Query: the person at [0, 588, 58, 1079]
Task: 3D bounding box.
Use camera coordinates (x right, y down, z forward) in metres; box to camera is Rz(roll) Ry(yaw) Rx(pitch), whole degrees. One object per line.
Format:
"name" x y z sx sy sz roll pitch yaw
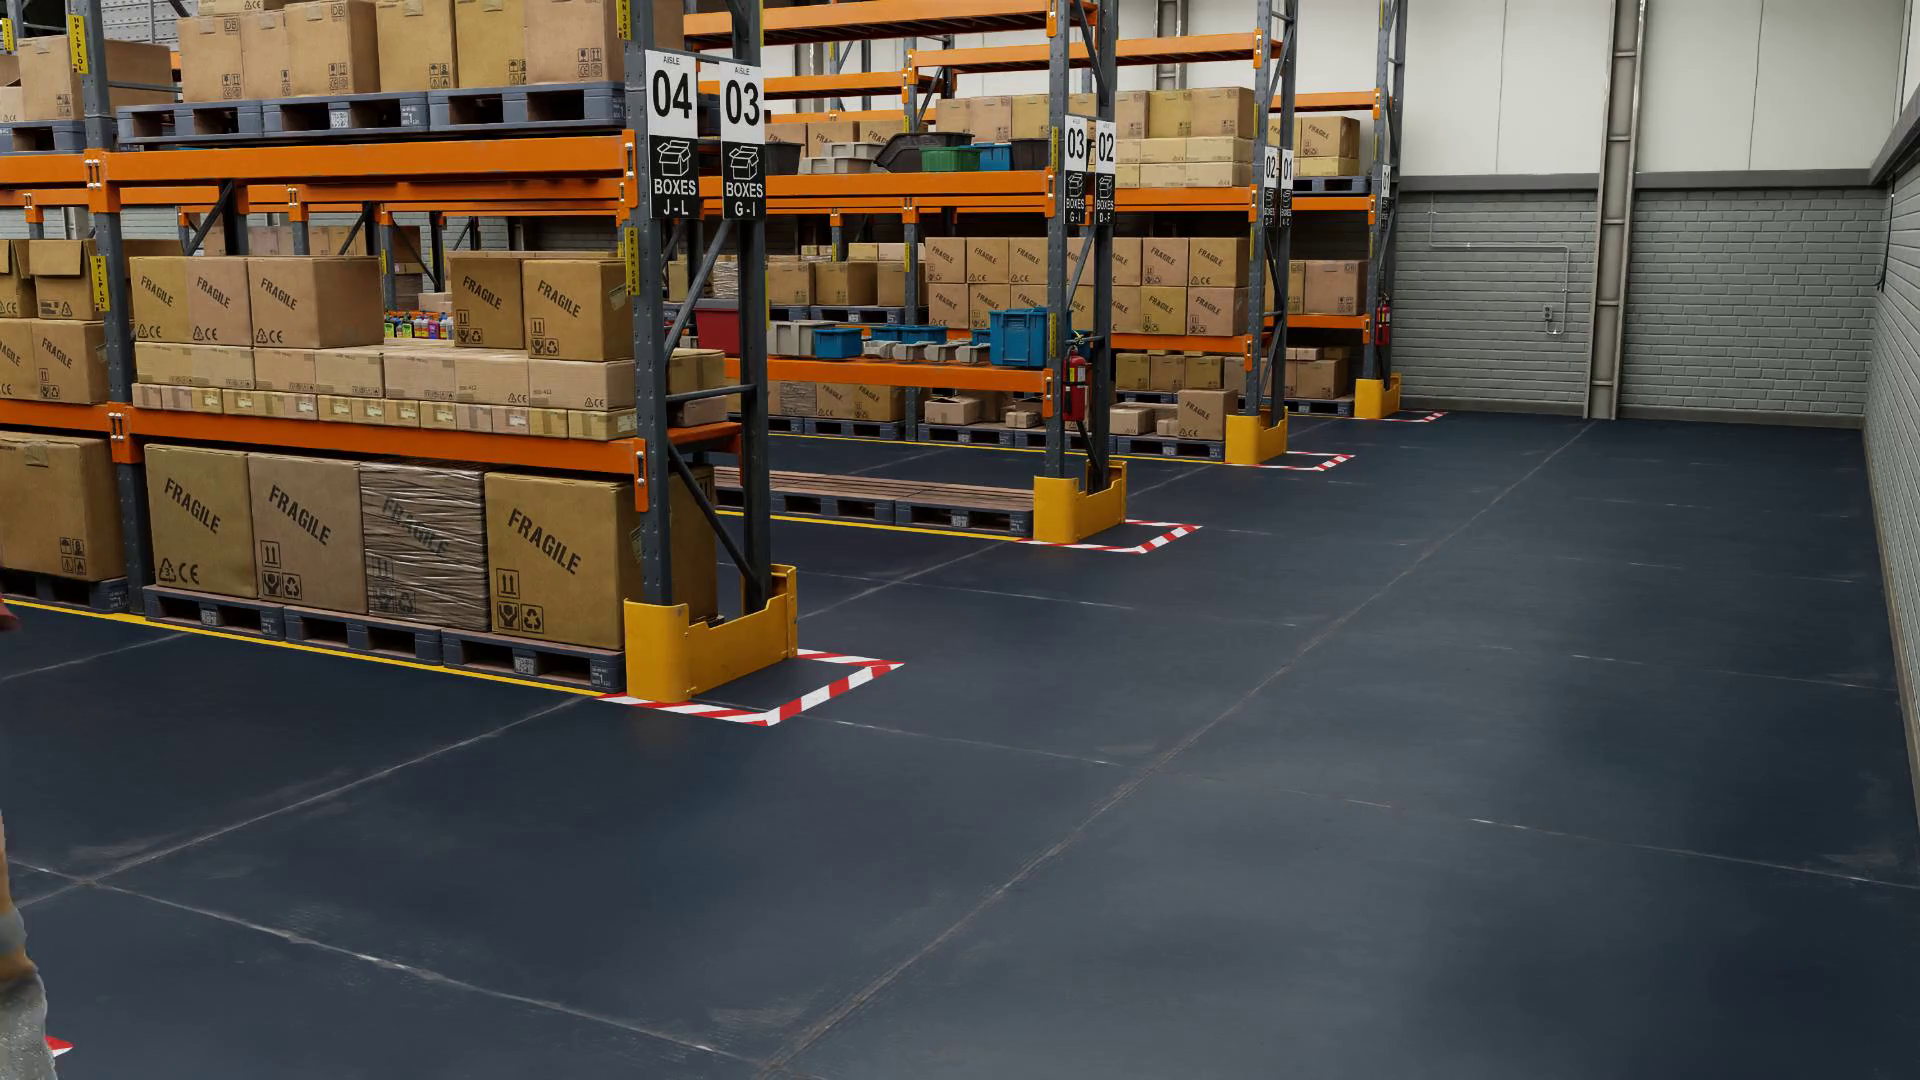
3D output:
"person" -1.663 0.918 2.739 0.661 1.884 0.754 8 13 36

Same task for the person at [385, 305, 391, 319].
"person" -6.638 -1.907 18.957 0.846 1.599 0.506 6 12 29

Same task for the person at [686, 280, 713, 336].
"person" -2.854 -1.972 18.561 0.335 1.873 0.520 6 12 29
